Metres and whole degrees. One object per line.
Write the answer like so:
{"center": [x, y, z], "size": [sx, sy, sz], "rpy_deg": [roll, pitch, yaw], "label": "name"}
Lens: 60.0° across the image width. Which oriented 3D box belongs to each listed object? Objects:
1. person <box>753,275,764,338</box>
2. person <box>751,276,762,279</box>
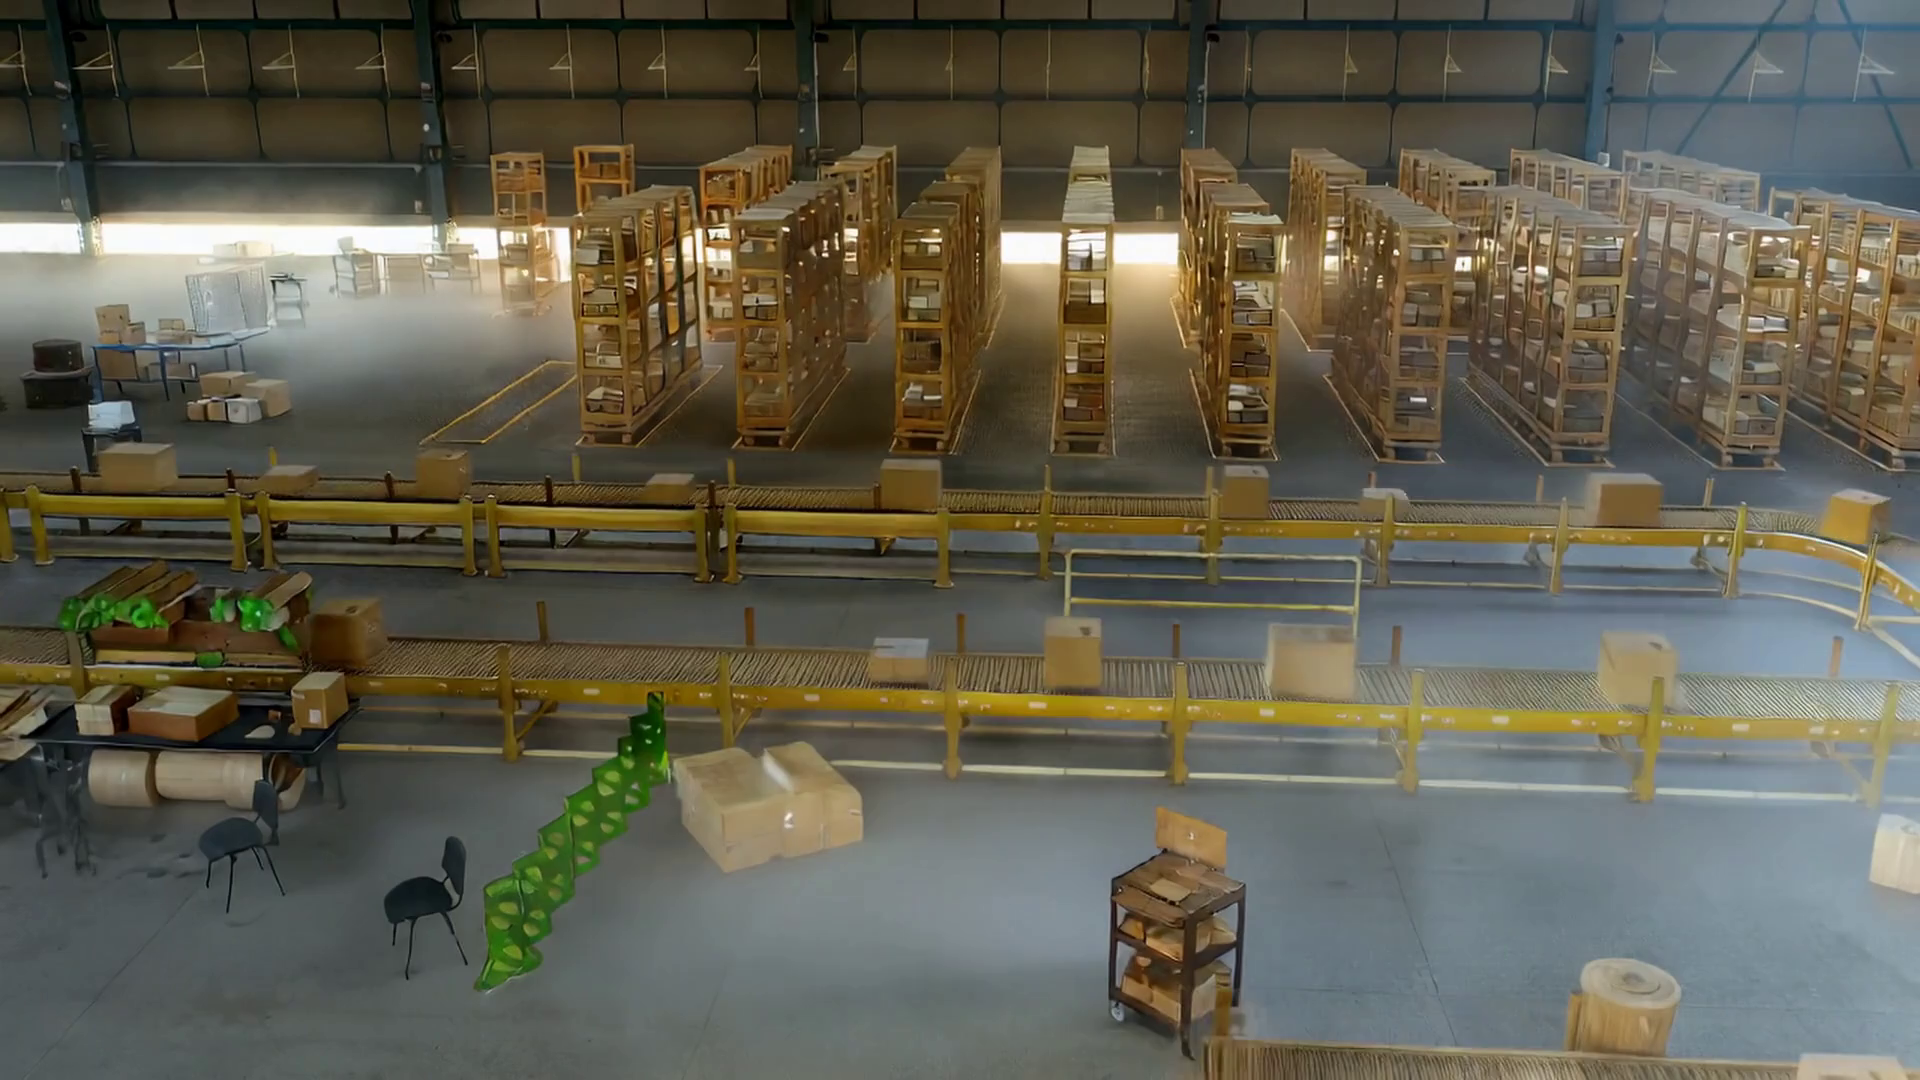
{"center": [-3.916, -4.401, 32.340], "size": [0.390, 1.945, 0.603], "rpy_deg": [12, 21, 32], "label": "person"}
{"center": [-3.956, -4.608, 33.228], "size": [0.592, 1.807, 0.603], "rpy_deg": [1, 18, 4], "label": "person"}
